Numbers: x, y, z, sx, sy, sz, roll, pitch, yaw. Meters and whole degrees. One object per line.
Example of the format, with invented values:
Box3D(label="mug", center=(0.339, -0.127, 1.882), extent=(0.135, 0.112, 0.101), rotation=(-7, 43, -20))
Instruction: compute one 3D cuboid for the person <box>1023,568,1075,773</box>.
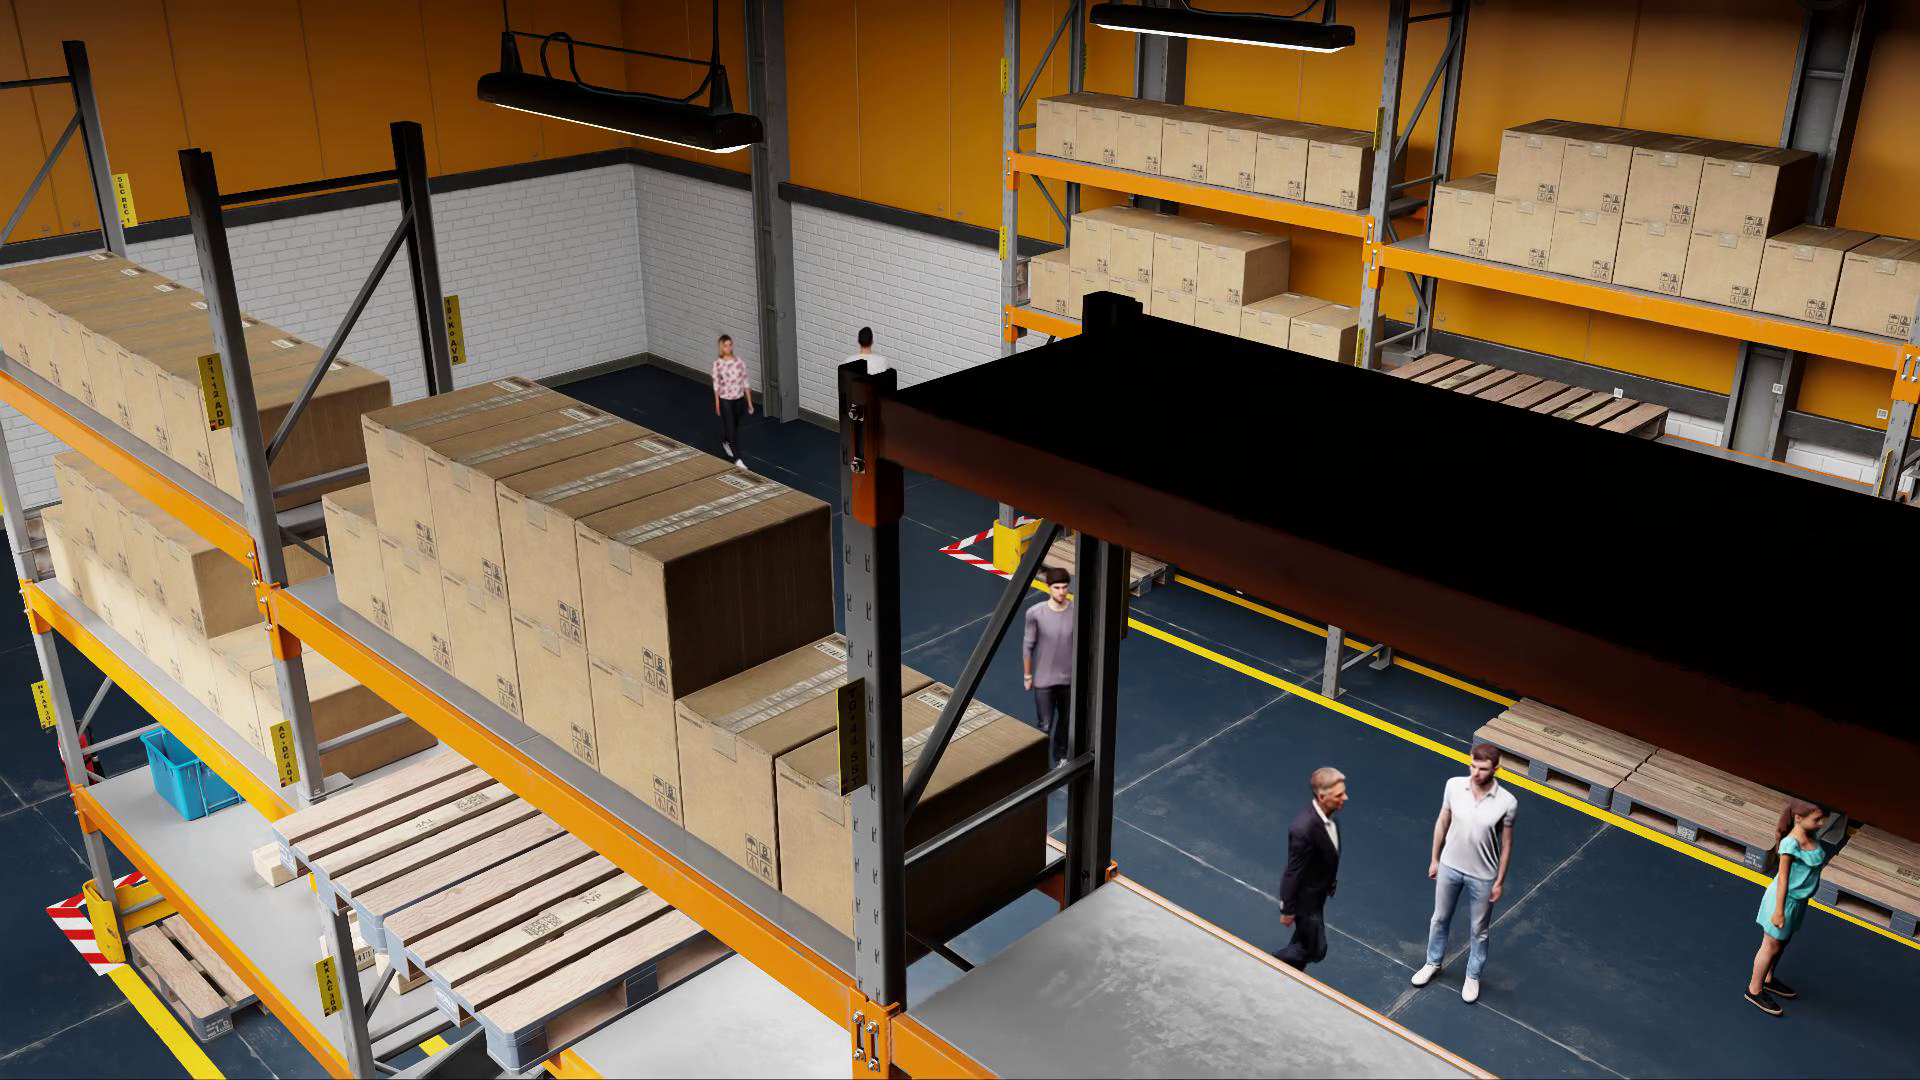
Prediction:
Box3D(label="person", center=(0.767, 1.055, 13.322), extent=(0.853, 1.855, 0.906), rotation=(-5, 24, -12))

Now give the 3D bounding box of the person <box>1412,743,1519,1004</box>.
Box3D(label="person", center=(3.324, 2.136, 10.853), extent=(0.551, 1.851, 0.748), rotation=(14, 27, 30))

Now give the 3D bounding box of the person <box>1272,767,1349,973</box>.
Box3D(label="person", center=(2.165, 2.216, 10.738), extent=(0.802, 1.798, 0.791), rotation=(12, 26, 26))

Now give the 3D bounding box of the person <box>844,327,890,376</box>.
Box3D(label="person", center=(-1.074, -1.569, 19.324), extent=(0.748, 1.855, 0.813), rotation=(0, 24, 1))

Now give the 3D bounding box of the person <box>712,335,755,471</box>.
Box3D(label="person", center=(-2.758, -1.672, 19.889), extent=(0.710, 1.591, 1.147), rotation=(-15, 28, -30))

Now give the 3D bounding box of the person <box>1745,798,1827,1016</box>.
Box3D(label="person", center=(5.370, 2.323, 10.791), extent=(0.543, 1.558, 0.536), rotation=(-21, 31, -39))
